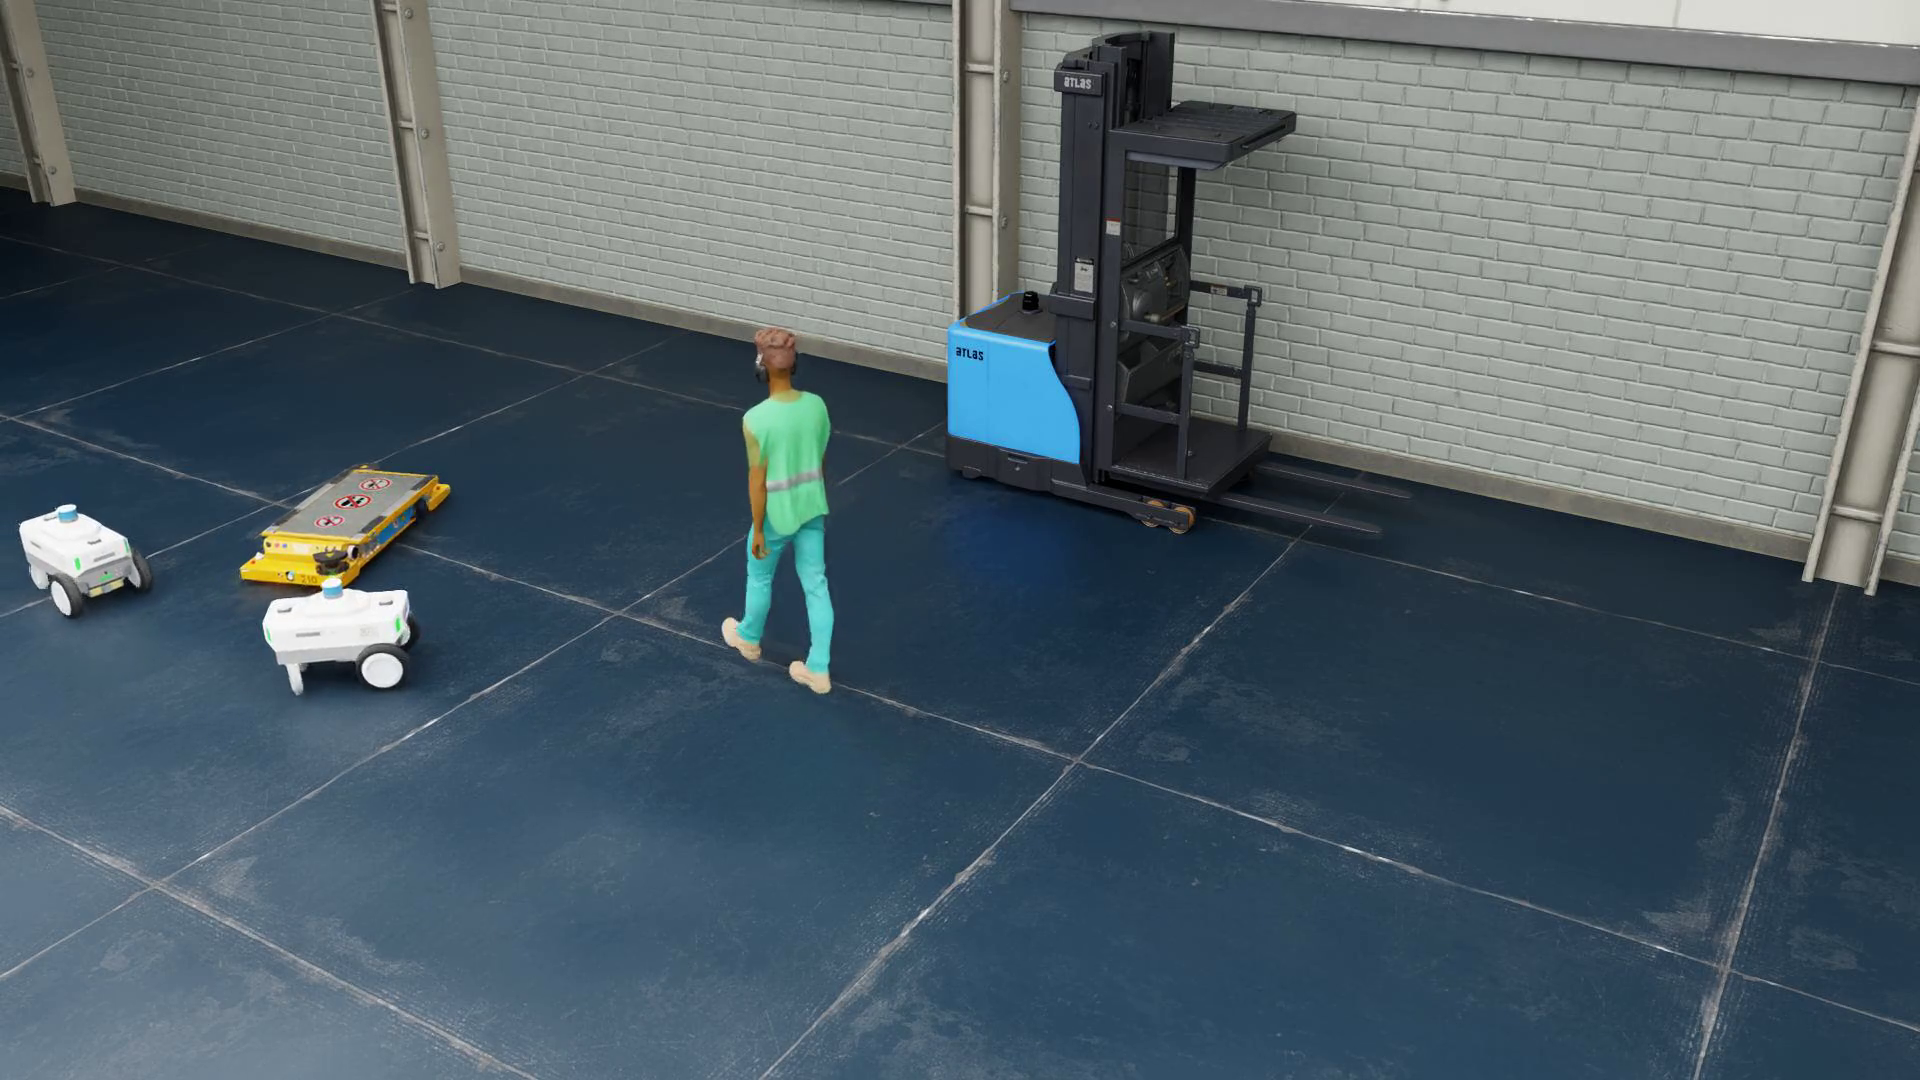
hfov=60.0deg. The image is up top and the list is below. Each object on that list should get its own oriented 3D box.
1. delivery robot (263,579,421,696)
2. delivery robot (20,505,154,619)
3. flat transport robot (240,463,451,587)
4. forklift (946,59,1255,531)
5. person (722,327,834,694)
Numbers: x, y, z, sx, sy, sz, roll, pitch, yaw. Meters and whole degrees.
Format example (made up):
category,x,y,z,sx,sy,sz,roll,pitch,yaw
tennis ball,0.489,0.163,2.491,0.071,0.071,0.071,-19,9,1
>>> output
category,x,y,z,sx,sy,sz,roll,pitch,yaw
delivery robot,-3.284,0.489,8.882,0.760,0.588,0.499,-4,26,-9
delivery robot,-5.155,0.096,9.740,0.814,0.611,0.499,18,31,34
flat transport robot,-3.846,-0.109,10.490,0.659,0.231,1.431,5,26,9
forklift,0.933,-1.707,10.833,1.873,2.768,1.129,15,29,28
person,-0.973,-0.191,8.701,0.520,1.942,0.925,-18,31,-34
